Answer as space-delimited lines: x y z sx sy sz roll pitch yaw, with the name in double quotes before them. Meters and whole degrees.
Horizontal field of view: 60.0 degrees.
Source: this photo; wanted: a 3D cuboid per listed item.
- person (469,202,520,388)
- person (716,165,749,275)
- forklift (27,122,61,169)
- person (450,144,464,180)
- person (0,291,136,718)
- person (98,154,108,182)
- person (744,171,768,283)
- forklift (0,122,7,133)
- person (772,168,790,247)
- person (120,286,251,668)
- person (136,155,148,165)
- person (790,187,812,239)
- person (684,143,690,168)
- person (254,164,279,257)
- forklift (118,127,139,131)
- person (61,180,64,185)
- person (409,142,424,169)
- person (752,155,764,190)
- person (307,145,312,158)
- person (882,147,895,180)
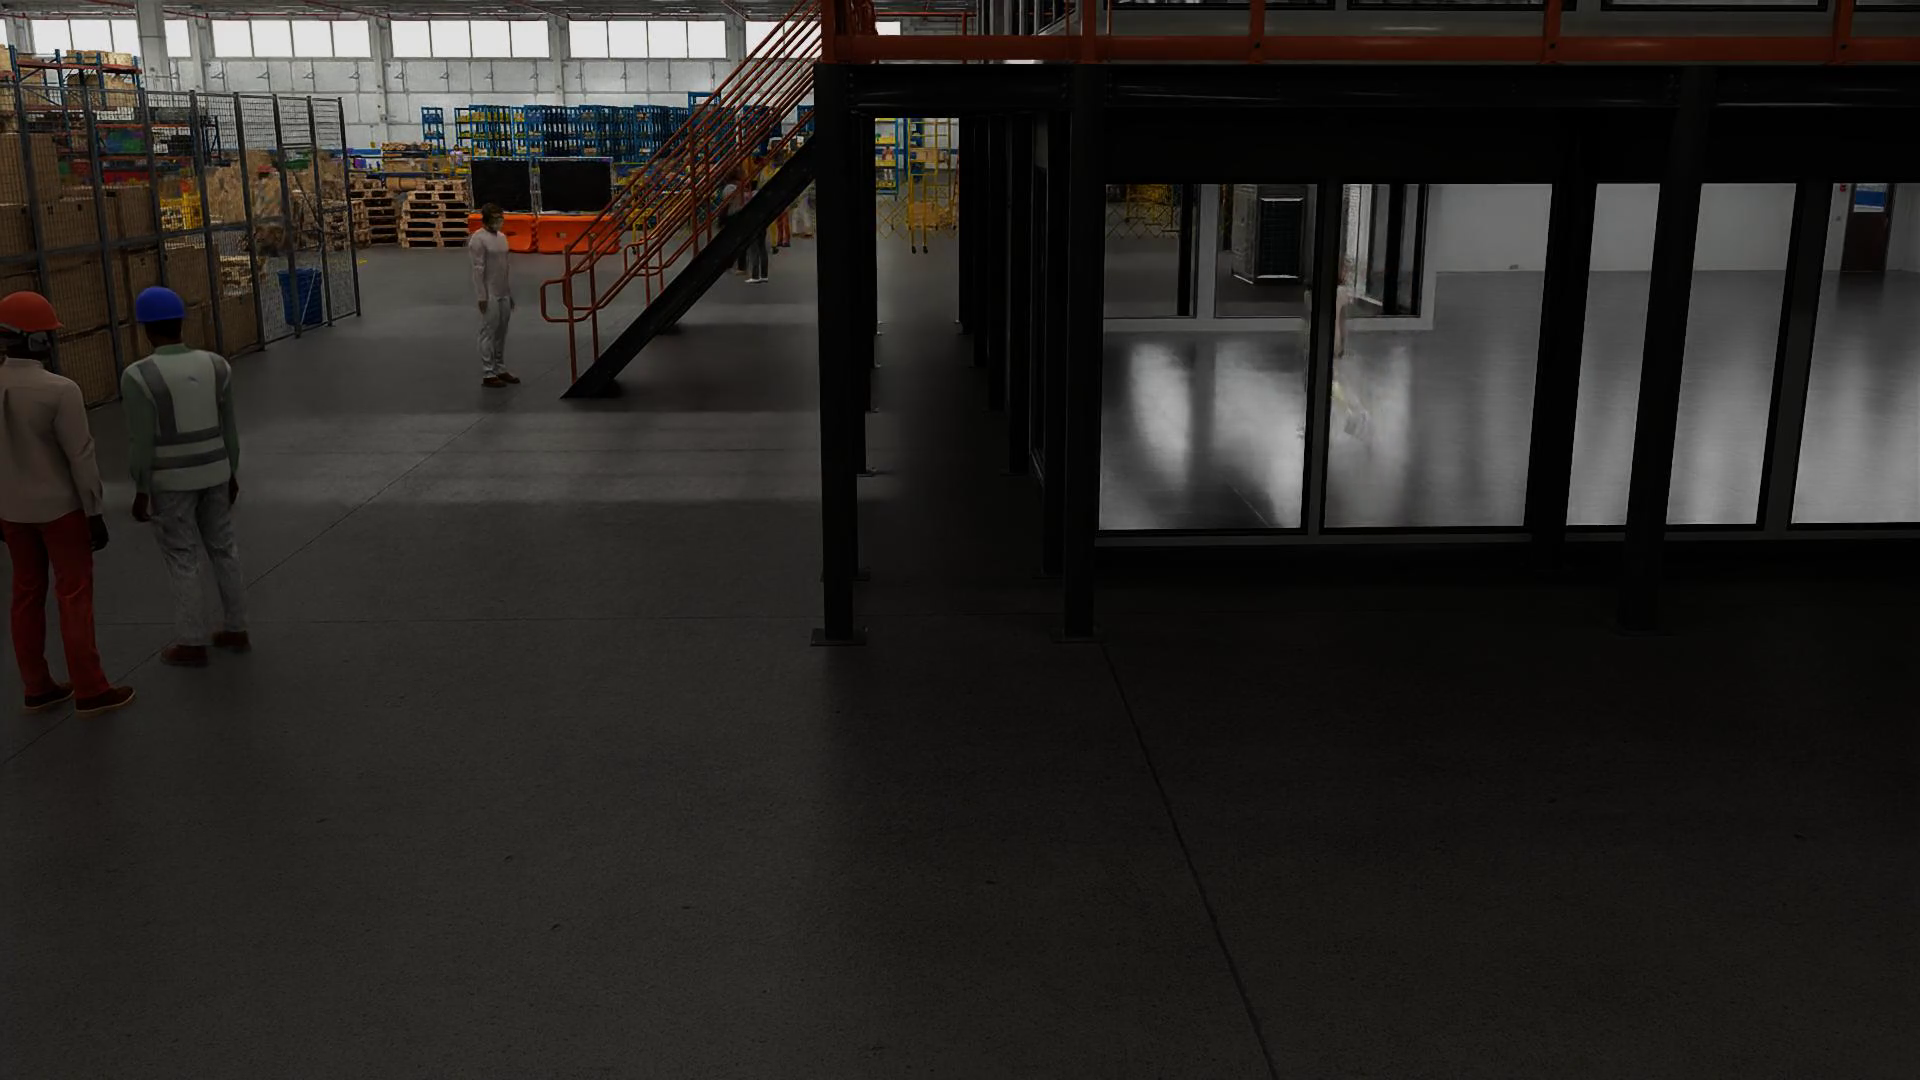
"person" -4.947 -2.587 17.618 0.365 1.925 0.663 3 14 11
"person" -4.263 -5.899 30.615 0.847 2.000 0.703 3 14 12
"forklift" -35.376 -14.773 64.377 1.129 2.768 1.873 -1 14 -2
"person" -22.570 -16.825 74.678 0.565 1.846 0.389 -6 15 -23
"person" -4.248 -0.154 7.743 0.625 1.992 0.389 3 14 13
"person" -32.554 -13.836 63.098 0.553 1.647 0.875 10 17 36
"person" -3.592 -5.469 29.123 0.372 1.928 0.584 9 17 33
"forklift" -37.556 -14.906 64.910 1.129 2.768 1.873 -1 14 -2
"person" -4.056 -7.518 37.651 0.329 1.764 0.524 -13 19 -42
"person" -3.965 -0.318 8.500 0.408 1.942 0.616 8 16 28
"person" -34.291 -15.685 69.953 0.641 1.920 0.822 -5 15 -19
"person" -3.960 -8.230 40.286 0.795 1.855 0.603 0 14 0
"person" -12.904 -17.949 79.196 0.404 1.831 0.600 7 15 24
"person" -14.535 -6.878 34.772 0.639 1.916 0.582 10 17 33
"forklift" -38.891 -18.211 78.119 1.129 2.768 1.873 -1 14 -2
"person" -12.495 -3.992 23.027 0.517 2.029 0.610 -4 15 -17
"person" -26.384 -18.374 80.837 0.670 1.852 0.985 -13 19 -42
"person" -5.942 -10.322 48.687 0.387 1.850 0.498 3 14 13
"person" -29.041 -16.759 74.468 0.484 1.812 0.616 1 14 2
"person" -3.241 -16.926 74.781 0.622 1.990 0.398 6 15 24
